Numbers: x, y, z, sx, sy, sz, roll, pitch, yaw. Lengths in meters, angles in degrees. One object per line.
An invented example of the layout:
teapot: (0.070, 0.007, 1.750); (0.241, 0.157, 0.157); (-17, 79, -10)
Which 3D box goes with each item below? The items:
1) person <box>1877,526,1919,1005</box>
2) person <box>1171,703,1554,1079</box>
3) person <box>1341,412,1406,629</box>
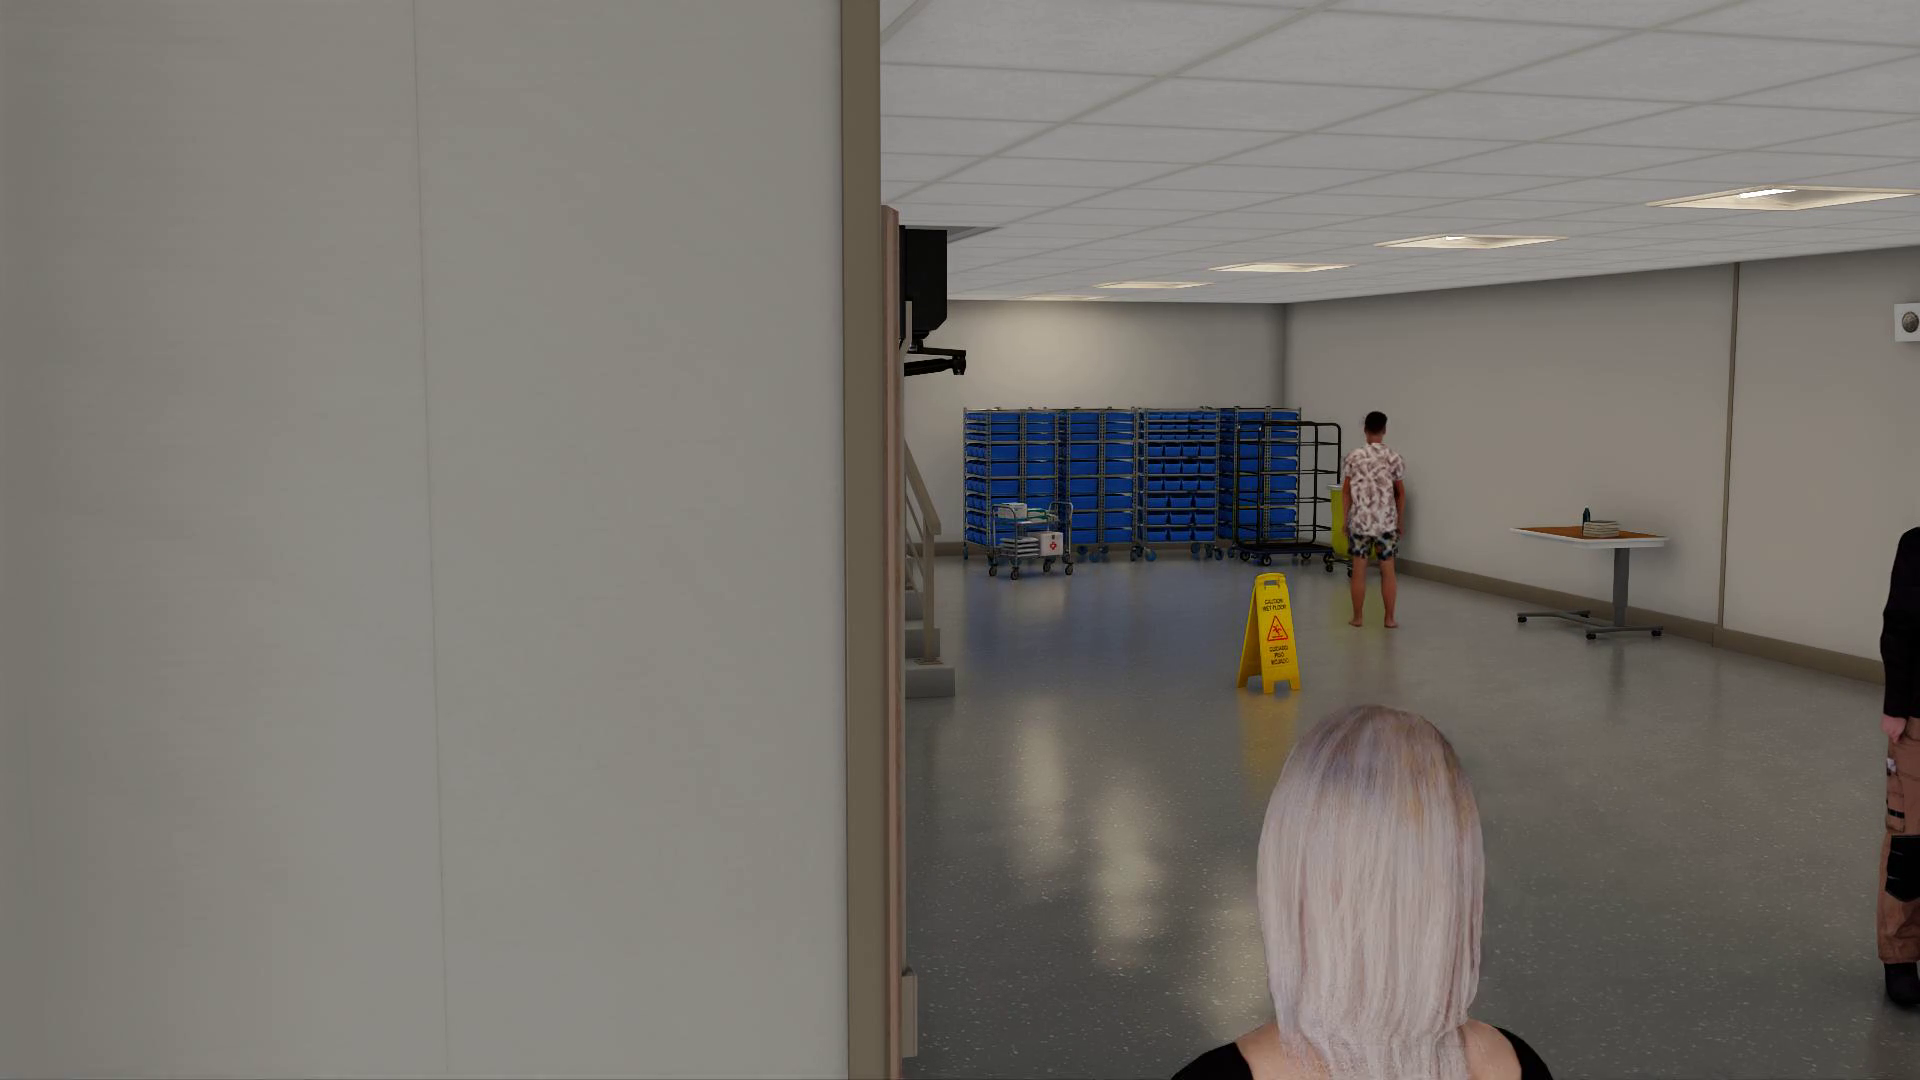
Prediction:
person: (3.420, 0.610, 5.684); (0.770, 1.925, 0.729); (0, 6, 4)
person: (0.388, 1.095, 1.562); (0.577, 1.785, 1.135); (-2, 6, -16)
person: (3.489, -0.175, 14.037); (0.746, 1.815, 0.726); (1, 6, 13)
